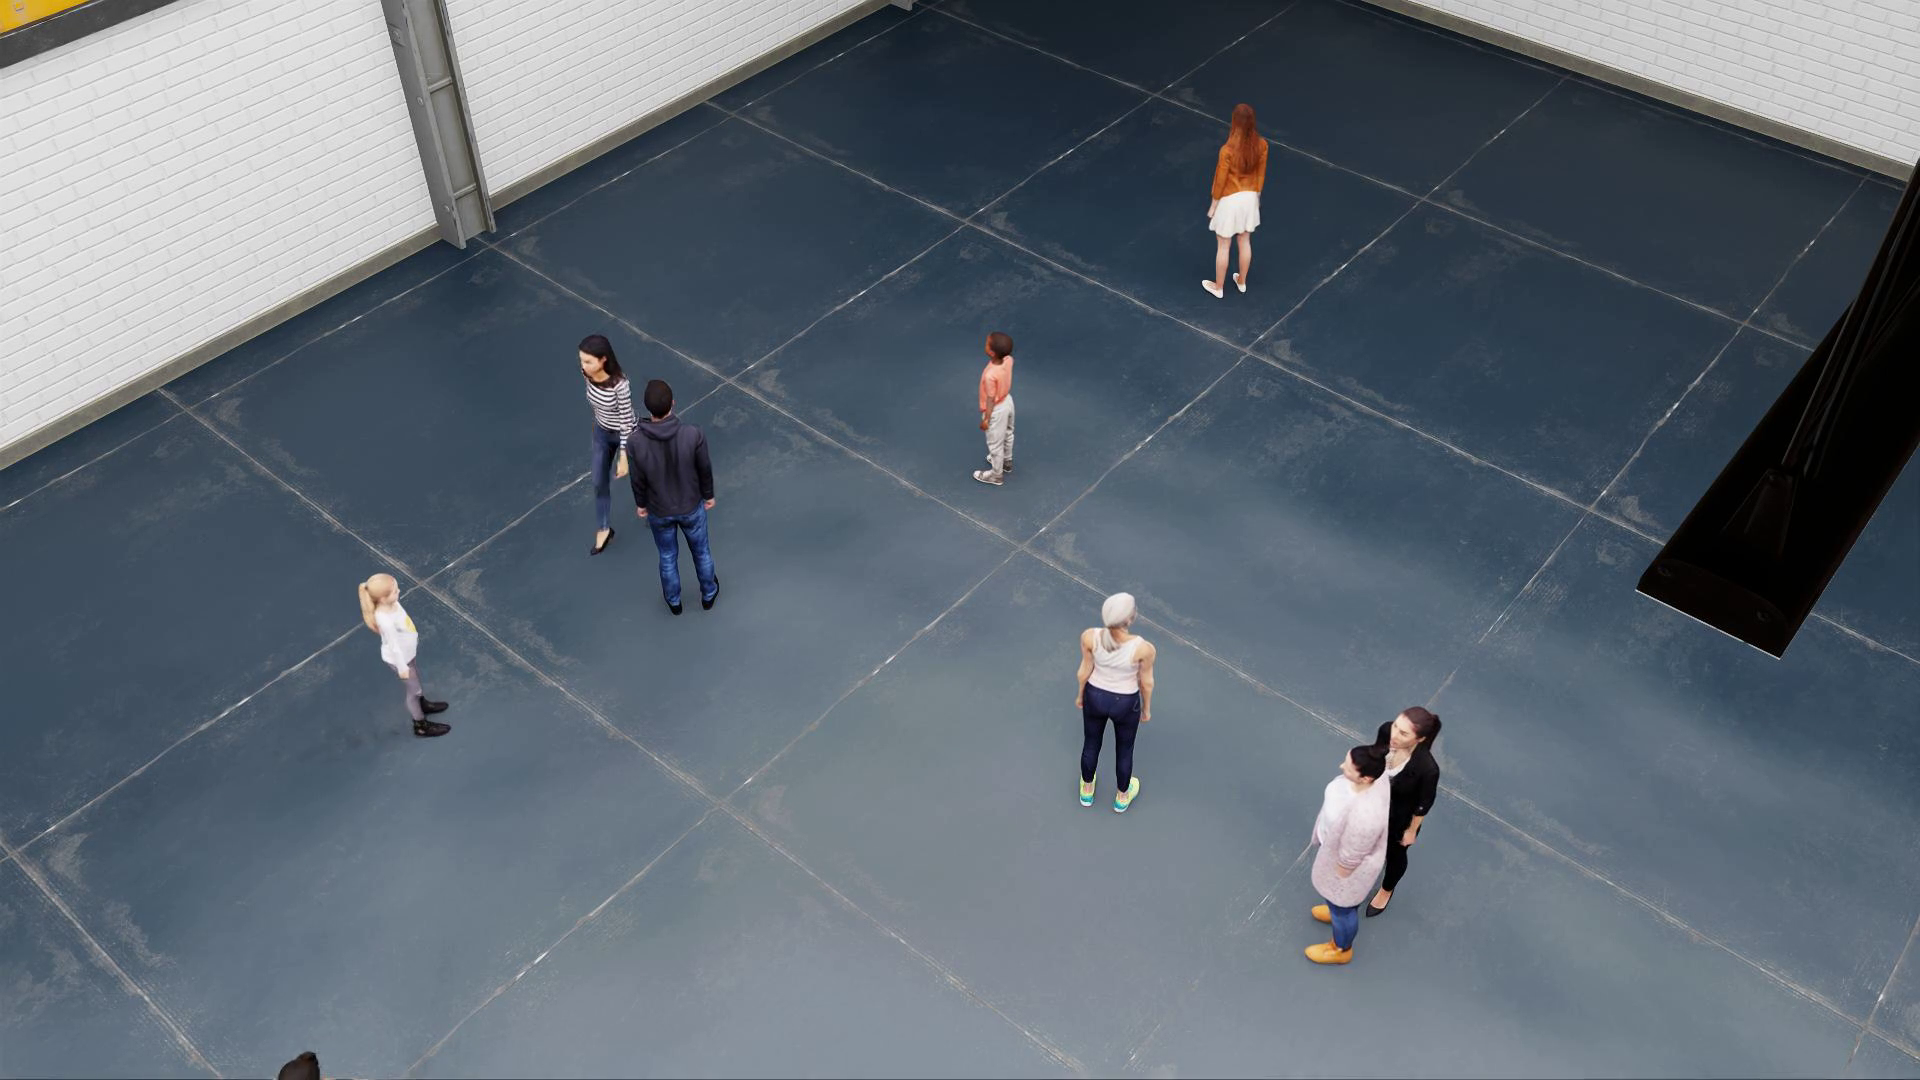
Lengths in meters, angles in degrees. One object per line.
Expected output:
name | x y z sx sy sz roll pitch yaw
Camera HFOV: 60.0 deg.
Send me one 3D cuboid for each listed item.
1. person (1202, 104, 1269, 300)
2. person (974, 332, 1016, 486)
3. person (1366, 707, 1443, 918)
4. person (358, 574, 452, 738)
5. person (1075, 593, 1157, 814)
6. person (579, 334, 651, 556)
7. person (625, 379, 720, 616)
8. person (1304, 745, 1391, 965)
person | 2.275 -2.773 13.666 0.671 1.718 0.781 -14 45 -15
person | 0.282 -0.964 12.063 0.573 1.310 0.450 23 48 23
person | 2.407 1.481 9.242 0.647 1.661 0.662 -23 48 -22
person | -3.505 0.707 10.333 0.658 1.276 0.611 -11 45 -11
person | 0.889 0.961 9.758 0.679 1.702 0.664 12 45 12
person | -2.277 -0.737 11.496 0.710 1.763 0.962 21 47 20
person | -1.871 -0.251 10.892 0.727 1.894 0.821 -9 44 -9
person | 2.129 1.666 8.993 0.845 1.736 0.712 11 45 12
